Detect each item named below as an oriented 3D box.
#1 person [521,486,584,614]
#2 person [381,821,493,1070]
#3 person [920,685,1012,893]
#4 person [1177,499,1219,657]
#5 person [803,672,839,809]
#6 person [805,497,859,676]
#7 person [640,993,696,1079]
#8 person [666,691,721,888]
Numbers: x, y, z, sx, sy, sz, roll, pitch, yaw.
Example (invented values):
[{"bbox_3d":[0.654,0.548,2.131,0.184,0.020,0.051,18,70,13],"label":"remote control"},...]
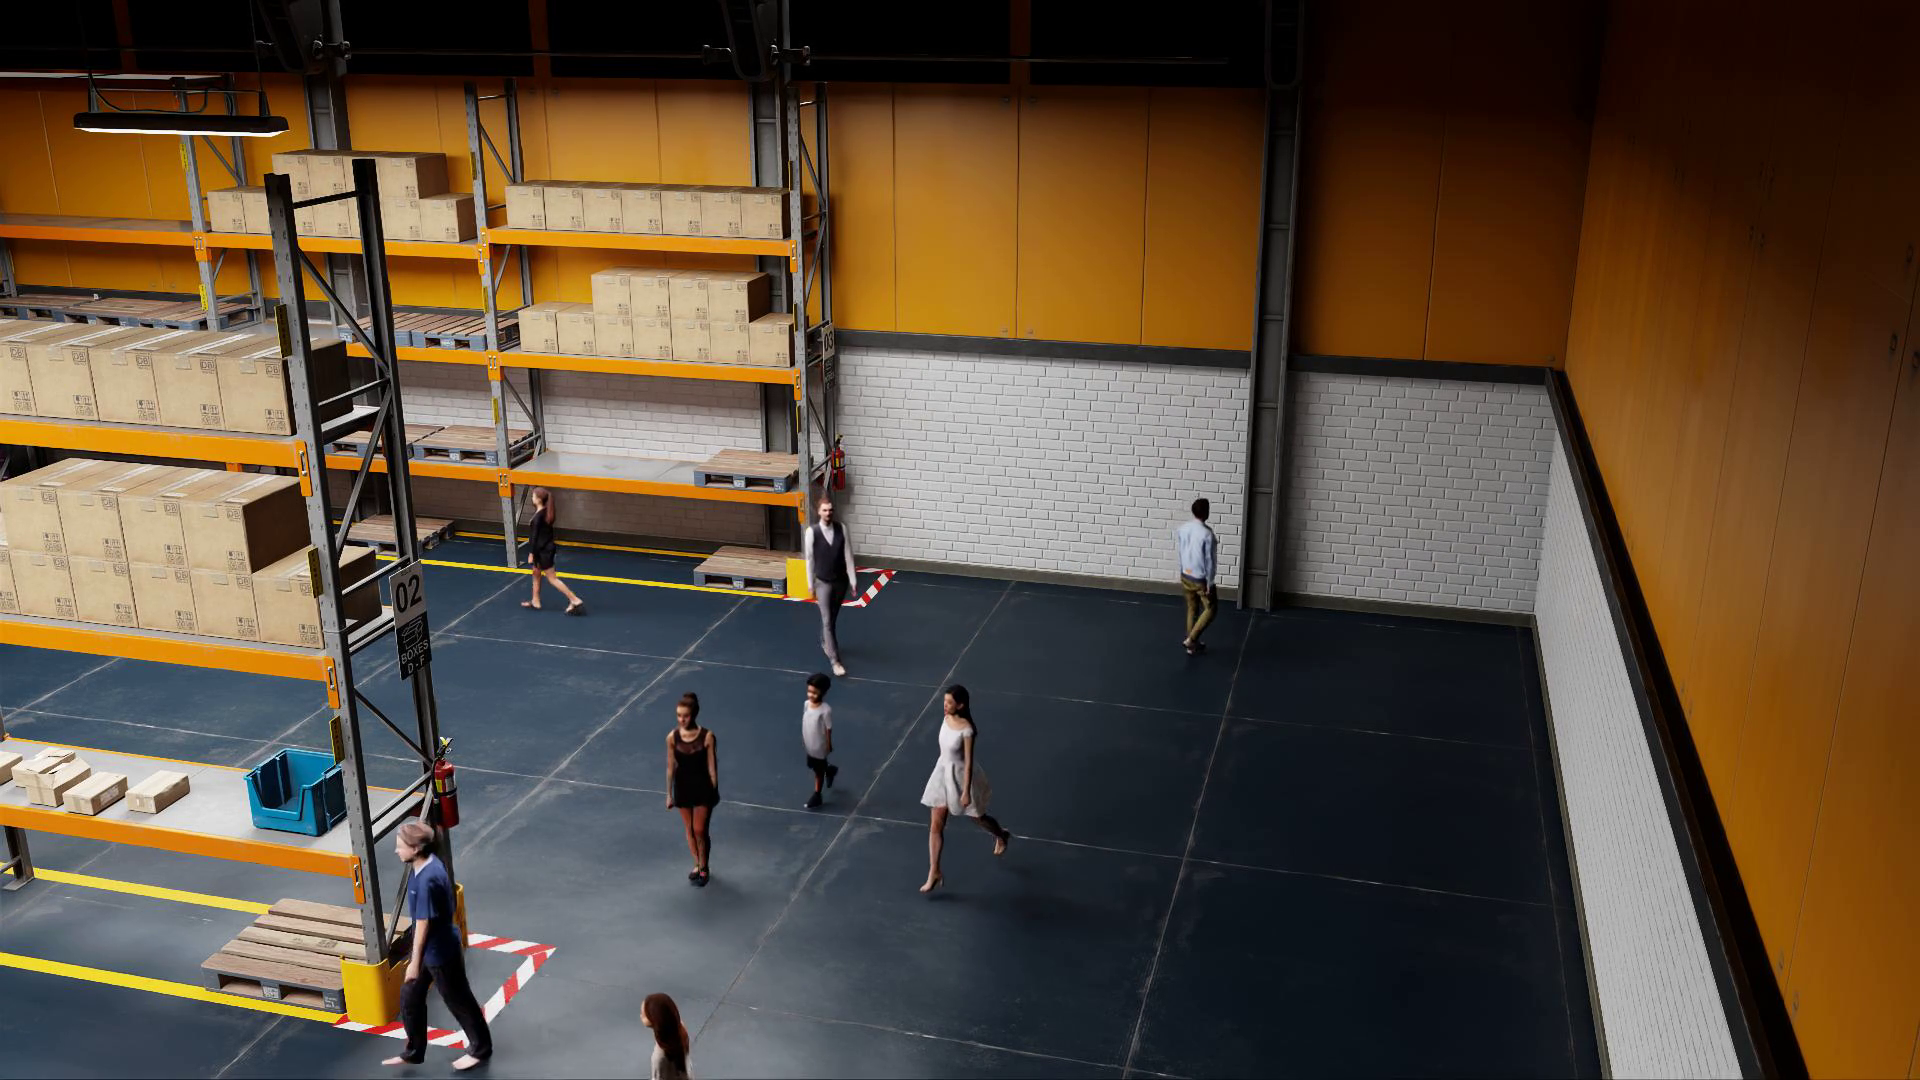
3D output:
[{"bbox_3d":[-4.797,0.138,19.482,1.053,1.533,0.623,2,19,7],"label":"person"},{"bbox_3d":[-3.441,2.747,11.260,1.069,1.837,1.011,-12,22,-32],"label":"person"},{"bbox_3d":[0.064,2.012,13.608,1.134,1.732,1.164,-14,23,-35],"label":"person"},{"bbox_3d":[2.550,0.436,18.180,0.923,1.799,0.860,-17,25,-41],"label":"person"},{"bbox_3d":[-1.253,1.781,15.048,0.748,1.249,0.691,12,22,32],"label":"person"},{"bbox_3d":[-1.423,0.442,18.025,1.228,1.888,1.224,-8,20,-23],"label":"person"},{"bbox_3d":[-1.629,3.378,9.986,0.927,1.453,0.674,1,19,4],"label":"person"},{"bbox_3d":[-2.159,2.016,13.700,0.590,1.665,0.660,4,19,11],"label":"person"}]
